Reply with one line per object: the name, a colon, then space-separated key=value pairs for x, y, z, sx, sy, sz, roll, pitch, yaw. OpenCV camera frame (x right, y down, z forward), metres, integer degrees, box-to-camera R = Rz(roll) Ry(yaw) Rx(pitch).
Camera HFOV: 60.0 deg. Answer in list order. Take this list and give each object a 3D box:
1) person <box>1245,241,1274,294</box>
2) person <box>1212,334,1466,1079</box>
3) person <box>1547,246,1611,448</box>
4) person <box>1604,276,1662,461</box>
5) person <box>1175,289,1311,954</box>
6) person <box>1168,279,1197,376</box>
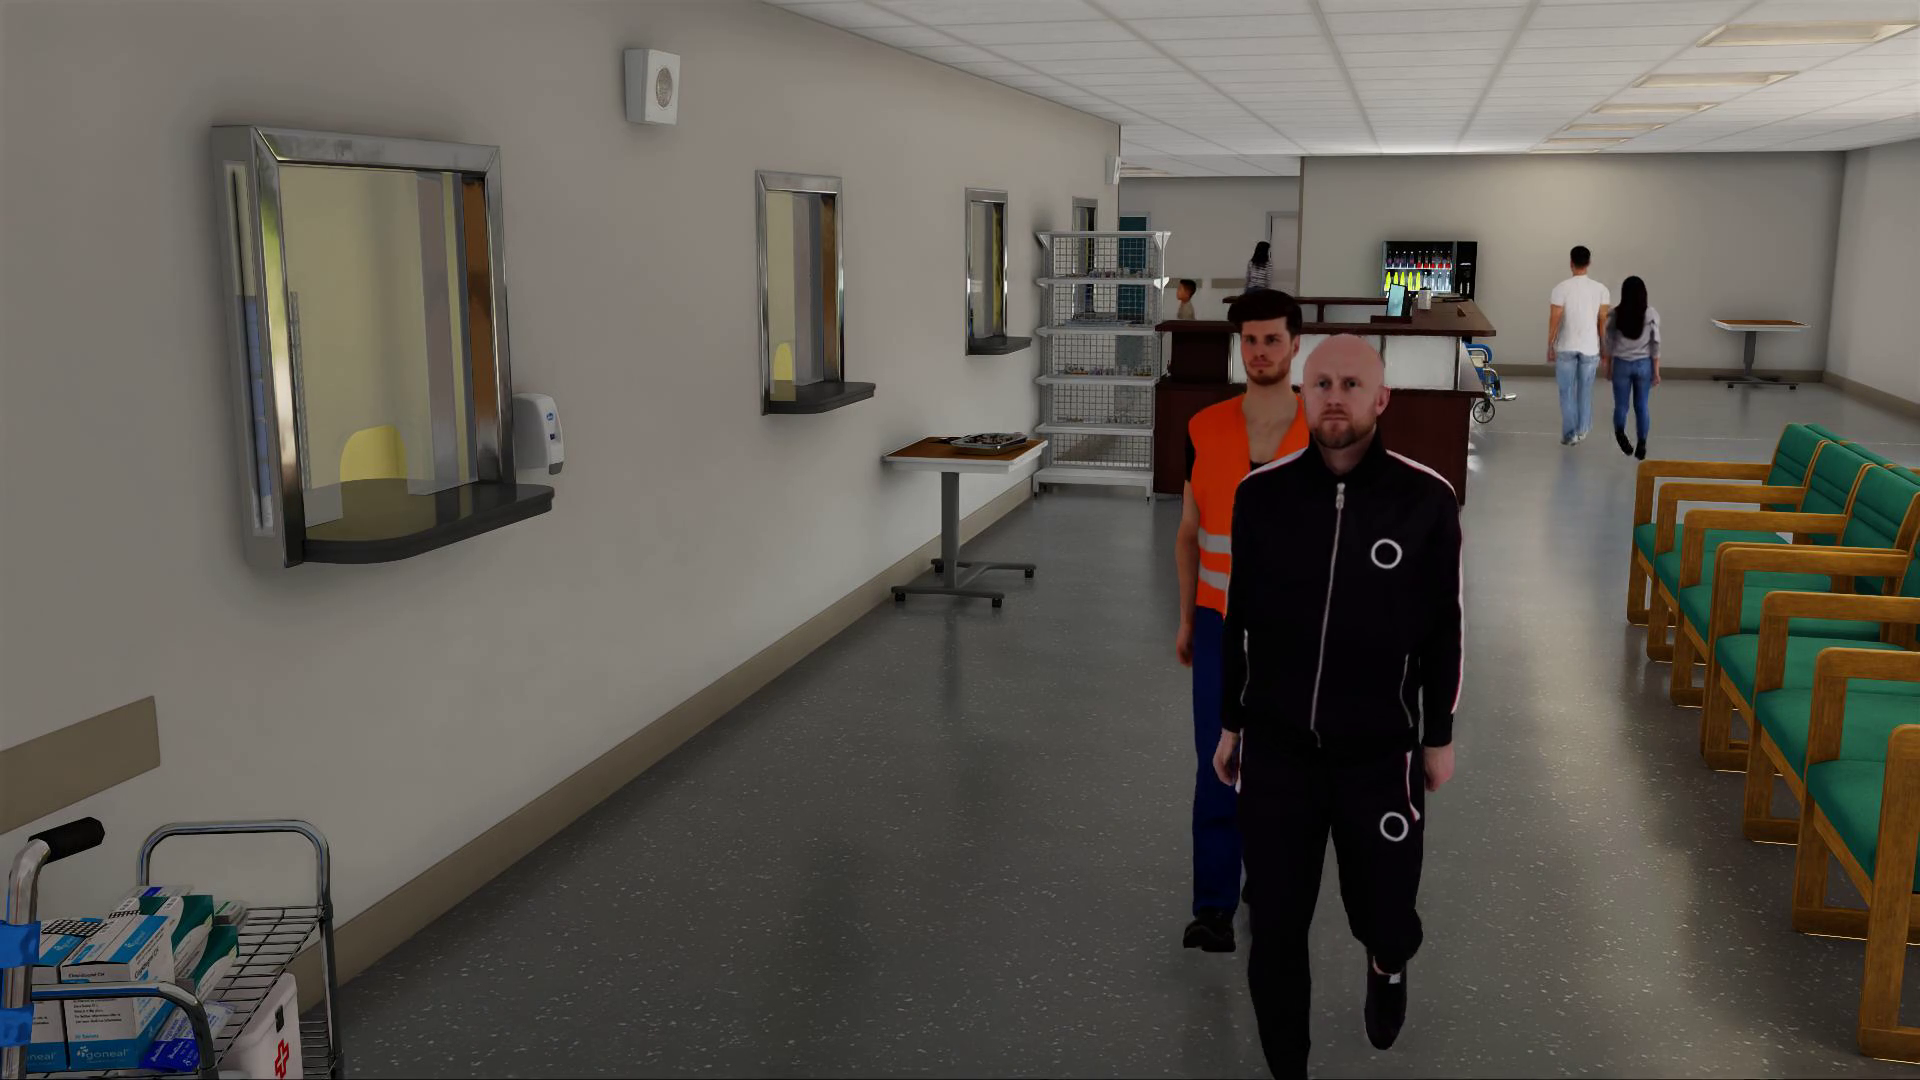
person: x=4.655 y=-3.781 z=26.177 sx=1.063 sy=1.757 sz=0.786 roll=4 pitch=11 yaw=20
person: x=0.839 y=0.458 z=3.714 sx=0.902 sy=1.821 sz=0.789 roll=4 pitch=11 yaw=21
person: x=5.750 y=-1.773 z=15.410 sx=0.677 sy=1.844 sz=0.804 roll=1 pitch=11 yaw=4
person: x=5.795 y=-1.450 z=14.371 sx=0.898 sy=1.596 sz=0.737 roll=5 pitch=12 yaw=23
person: x=0.902 y=0.228 z=4.858 sx=1.079 sy=1.846 sz=0.788 roll=3 pitch=11 yaw=18
person: x=2.564 y=-2.145 z=18.406 sx=0.594 sy=1.457 sz=0.625 roll=0 pitch=11 yaw=-1
